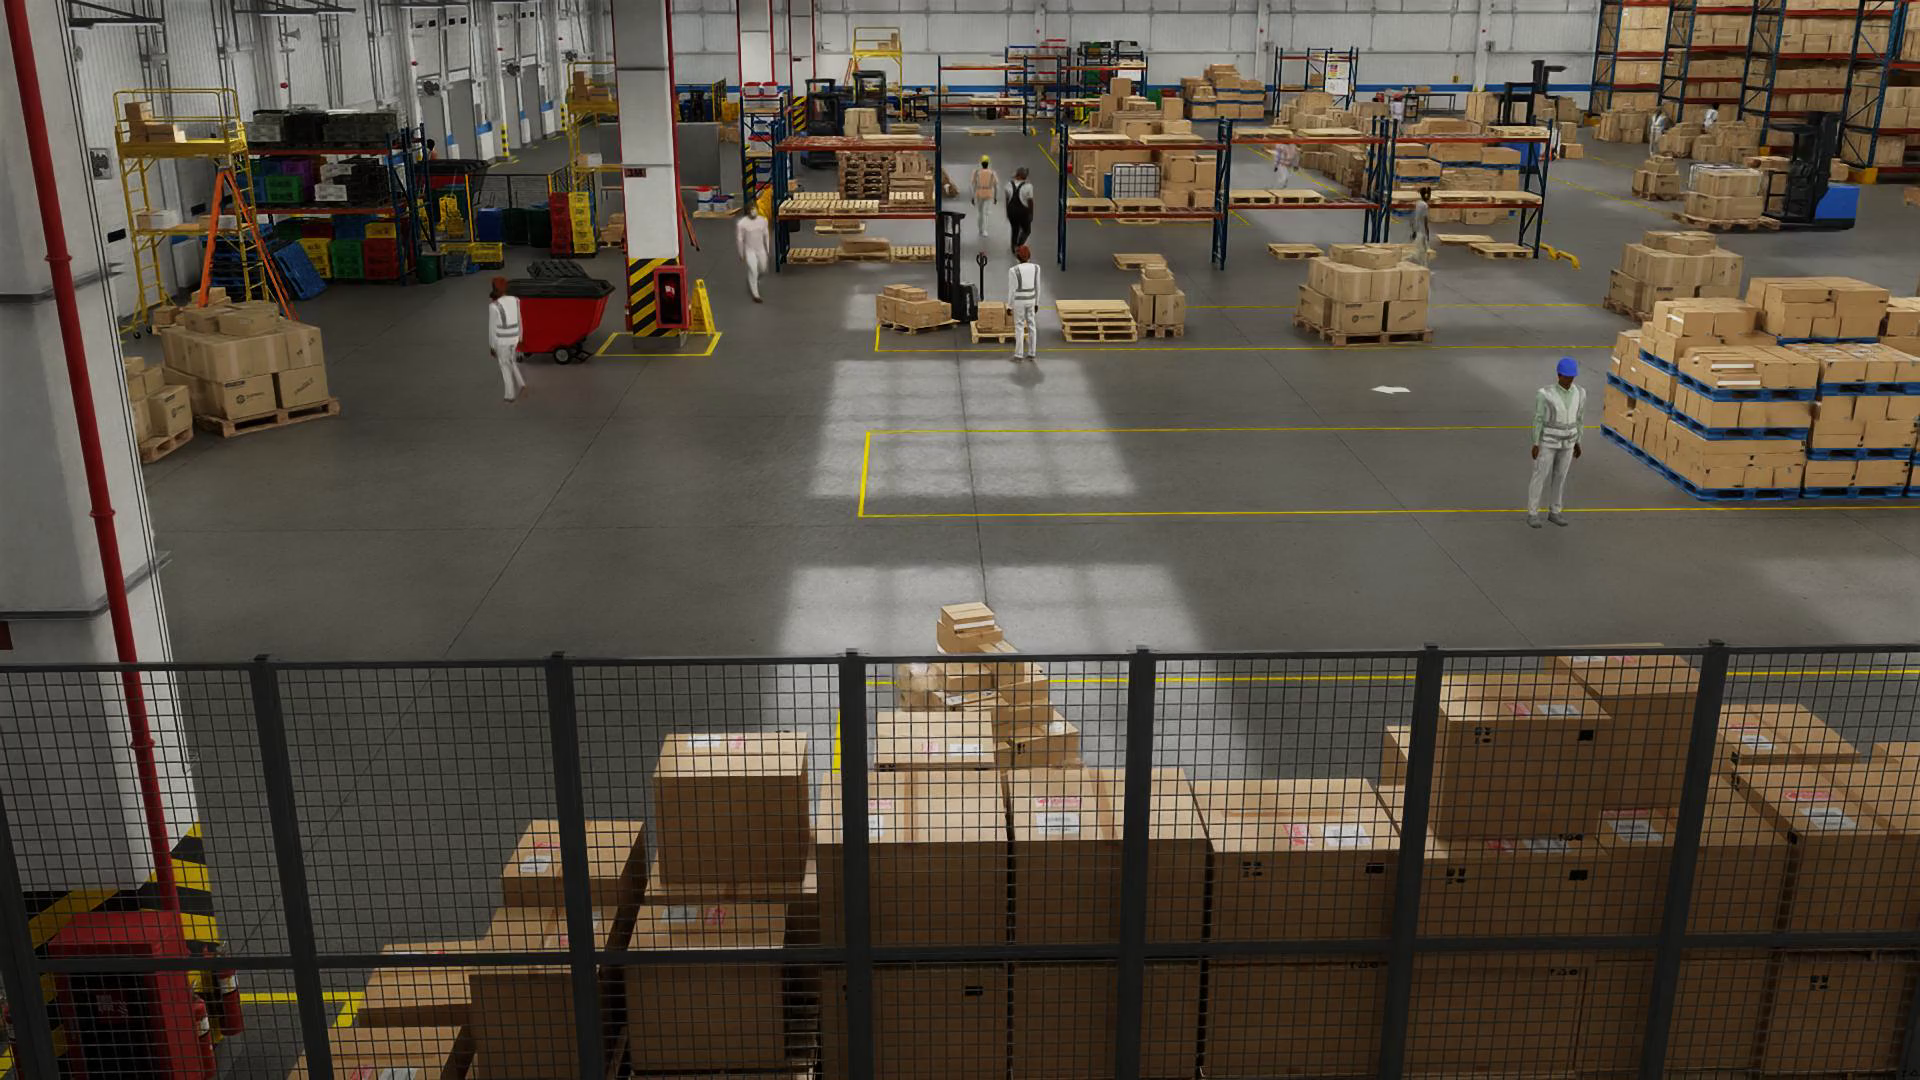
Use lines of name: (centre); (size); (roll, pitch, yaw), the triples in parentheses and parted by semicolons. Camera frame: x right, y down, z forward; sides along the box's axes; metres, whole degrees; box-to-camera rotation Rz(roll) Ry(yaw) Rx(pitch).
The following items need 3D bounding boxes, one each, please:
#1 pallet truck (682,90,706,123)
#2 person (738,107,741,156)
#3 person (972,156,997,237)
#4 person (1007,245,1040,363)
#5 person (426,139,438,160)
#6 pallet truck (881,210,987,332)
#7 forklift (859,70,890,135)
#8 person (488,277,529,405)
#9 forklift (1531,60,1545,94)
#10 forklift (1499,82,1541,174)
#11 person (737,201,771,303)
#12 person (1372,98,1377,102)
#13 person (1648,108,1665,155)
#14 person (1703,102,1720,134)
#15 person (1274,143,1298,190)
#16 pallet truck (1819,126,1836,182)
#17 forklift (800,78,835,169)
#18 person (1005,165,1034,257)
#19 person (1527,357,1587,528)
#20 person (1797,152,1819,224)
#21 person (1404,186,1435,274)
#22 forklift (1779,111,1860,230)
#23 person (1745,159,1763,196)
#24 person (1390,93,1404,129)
pallet truck: (-9.671, -15.907, 62.421); (0.823, 1.965, 1.885); (5, 19, 15)
person: (-7.319, -13.803, 56.286); (0.366, 1.926, 0.594); (0, 19, -1)
person: (0.589, -8.272, 39.944); (0.613, 1.876, 0.986); (0, 19, -1)
person: (1.013, -3.769, 26.589); (0.574, 1.883, 0.355); (-10, 21, -28)
person: (-14.605, -10.256, 46.120); (0.318, 1.695, 0.539); (-11, 22, -30)
pallet truck: (-0.493, -4.759, 29.349); (1.885, 1.965, 0.823); (-13, 23, -34)
forklift: (-3.114, -15.259, 59.139); (1.129, 2.768, 1.873); (2, 19, 5)
person: (-6.532, -2.854, 23.890); (0.416, 1.871, 0.611); (10, 21, 28)
forklift: (22.941, -17.687, 66.340); (1.873, 2.768, 1.129); (8, 20, 23)
forklift: (17.612, -13.042, 52.560); (1.129, 2.768, 1.873); (-1, 19, -1)
person: (-3.920, -5.486, 31.612); (0.645, 1.929, 0.539); (-11, 22, -29)
person: (15.519, -15.706, 62.299); (0.547, 1.685, 0.448); (-5, 19, -16)
person: (24.358, -14.300, 58.214); (0.394, 1.620, 0.544); (-17, 25, -40)
person: (27.406, -15.152, 60.727); (0.875, 1.629, 0.589); (-2, 19, -6)
person: (9.160, -10.485, 46.633); (0.631, 1.812, 0.560); (-10, 21, -26)
pallet truck: (26.403, -11.957, 50.702); (0.823, 1.965, 1.885); (6, 19, 16)
forklift: (-4.527, -13.620, 54.275); (1.129, 2.768, 1.873); (-6, 20, -18)
person: (1.336, -7.249, 36.669); (0.714, 2.000, 0.571); (11, 21, 29)
person: (6.658, -1.089, 18.537); (0.607, 1.947, 0.406); (-3, 19, -10)
person: (21.206, -8.934, 41.880); (0.666, 1.896, 0.933); (12, 22, 32)
person: (9.506, -6.404, 34.475); (0.808, 1.845, 0.522); (0, 19, 1)
forklift: (20.982, -9.064, 40.760); (1.873, 2.768, 1.129); (-1, 19, -2)
person: (19.853, -8.755, 41.787); (0.640, 1.618, 0.525); (-11, 21, -29)
person: (16.169, -15.568, 61.557); (0.541, 1.919, 0.680); (-2, 19, -5)
